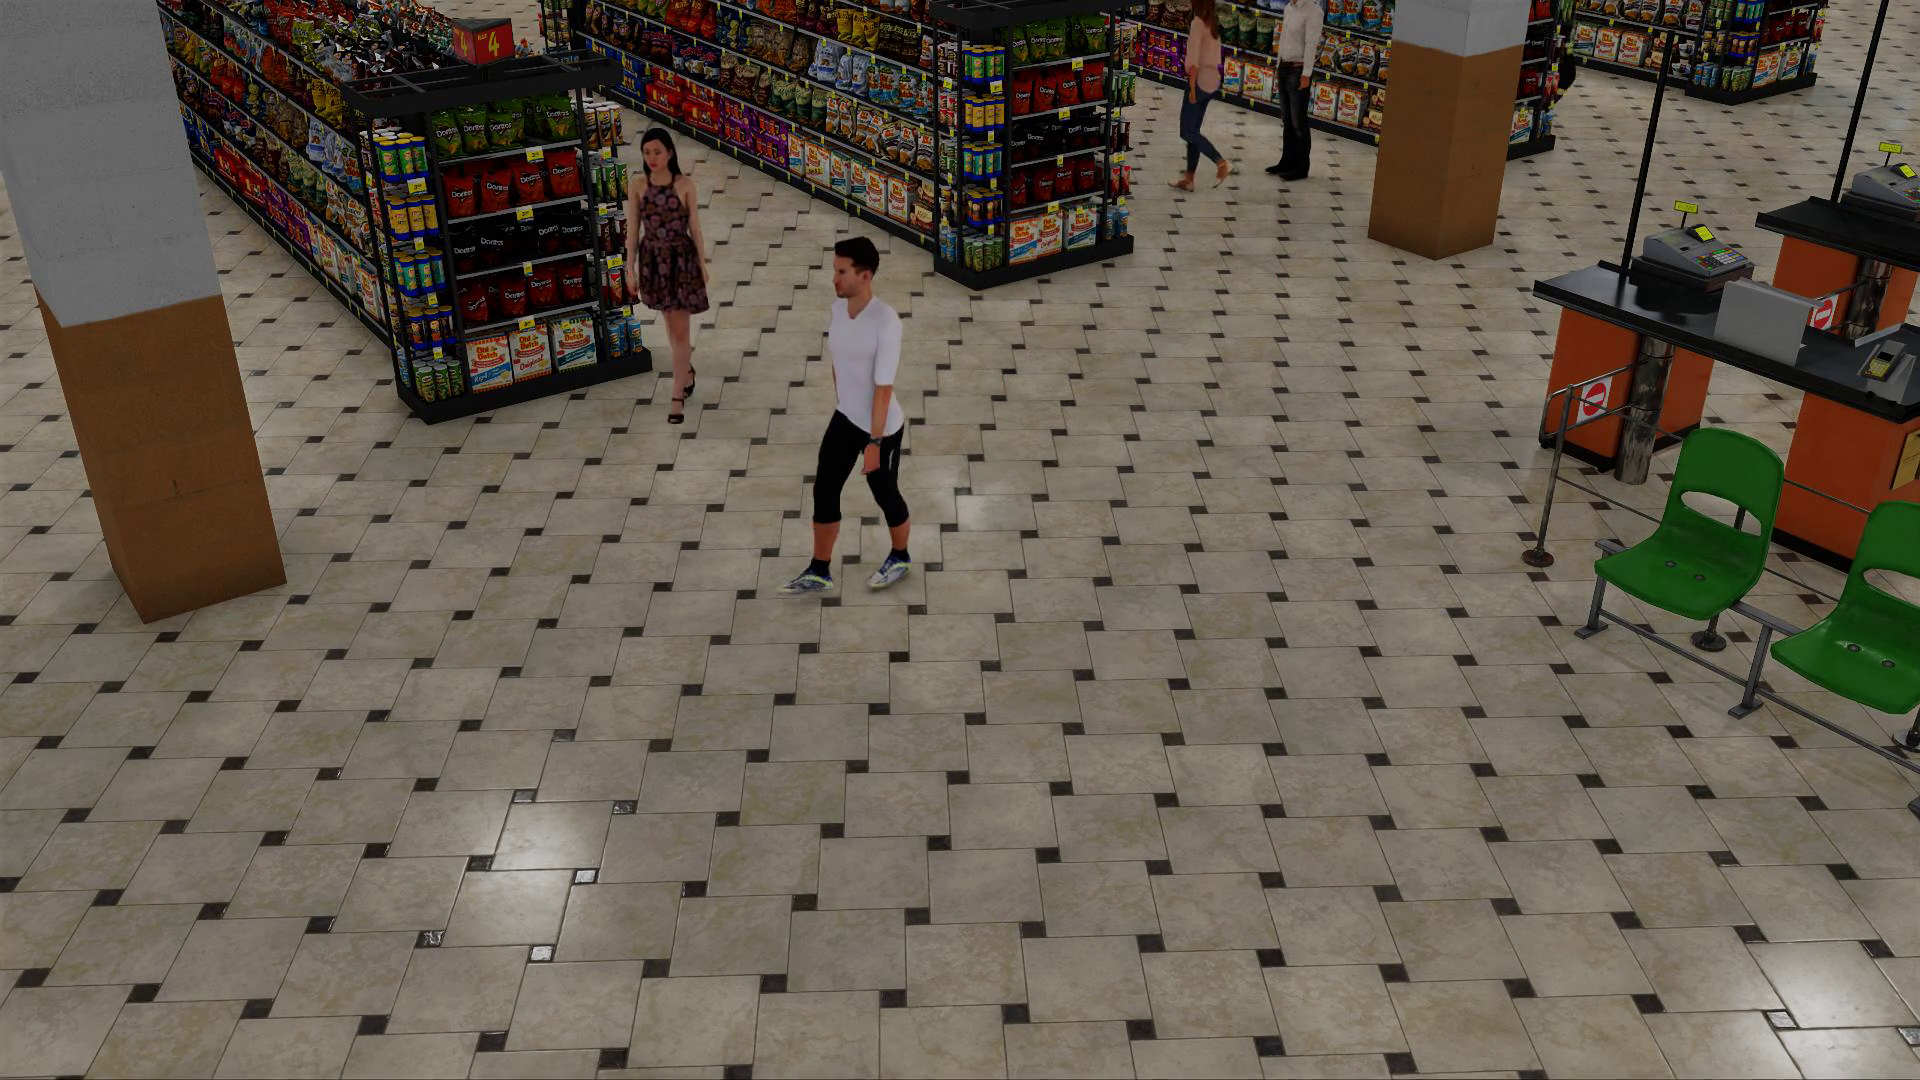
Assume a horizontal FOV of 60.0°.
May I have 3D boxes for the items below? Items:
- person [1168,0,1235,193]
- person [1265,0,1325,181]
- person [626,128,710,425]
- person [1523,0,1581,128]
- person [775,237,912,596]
[{"bbox_3d":[2.114,-3.808,14.070,0.931,1.765,0.787,17,33,28],"label":"person"},{"bbox_3d":[2.945,-4.072,14.506,0.764,1.810,0.575,-10,30,-18],"label":"person"},{"bbox_3d":[-1.745,-1.637,10.117,1.004,1.742,1.115,2,29,3],"label":"person"},{"bbox_3d":[5.676,-4.964,16.098,0.813,1.850,0.782,-12,31,-21],"label":"person"},{"bbox_3d":[-0.387,-0.593,8.115,0.838,1.829,0.961,-26,38,-38],"label":"person"}]
